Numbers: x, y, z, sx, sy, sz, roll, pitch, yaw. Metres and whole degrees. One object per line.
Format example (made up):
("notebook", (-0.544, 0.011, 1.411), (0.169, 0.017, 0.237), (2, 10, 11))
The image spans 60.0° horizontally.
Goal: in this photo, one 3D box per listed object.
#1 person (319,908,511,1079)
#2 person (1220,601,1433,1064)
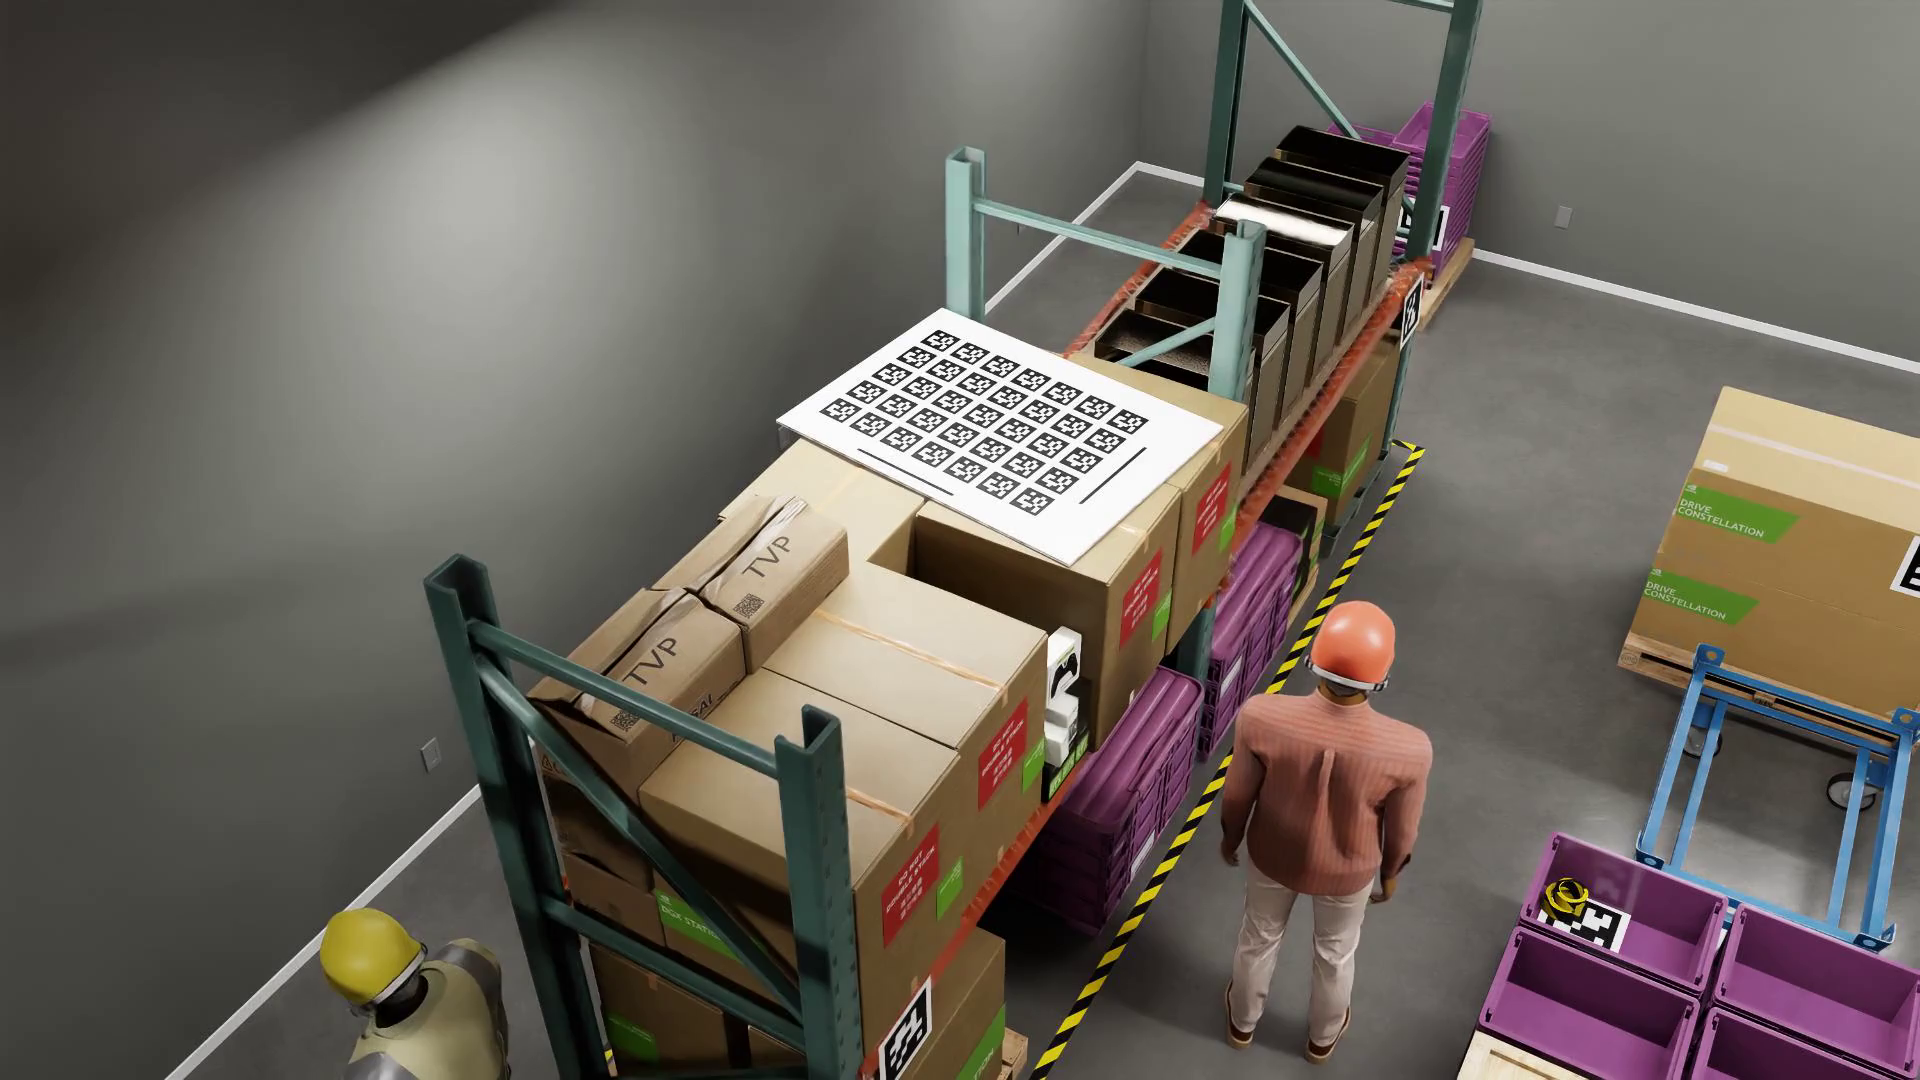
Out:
("person", (-1.468, 1.654, 4.715), (0.403, 1.822, 0.588), (12, 41, 14))
("person", (1.141, 0.982, 5.382), (0.612, 1.995, 0.392), (12, 41, 13))
